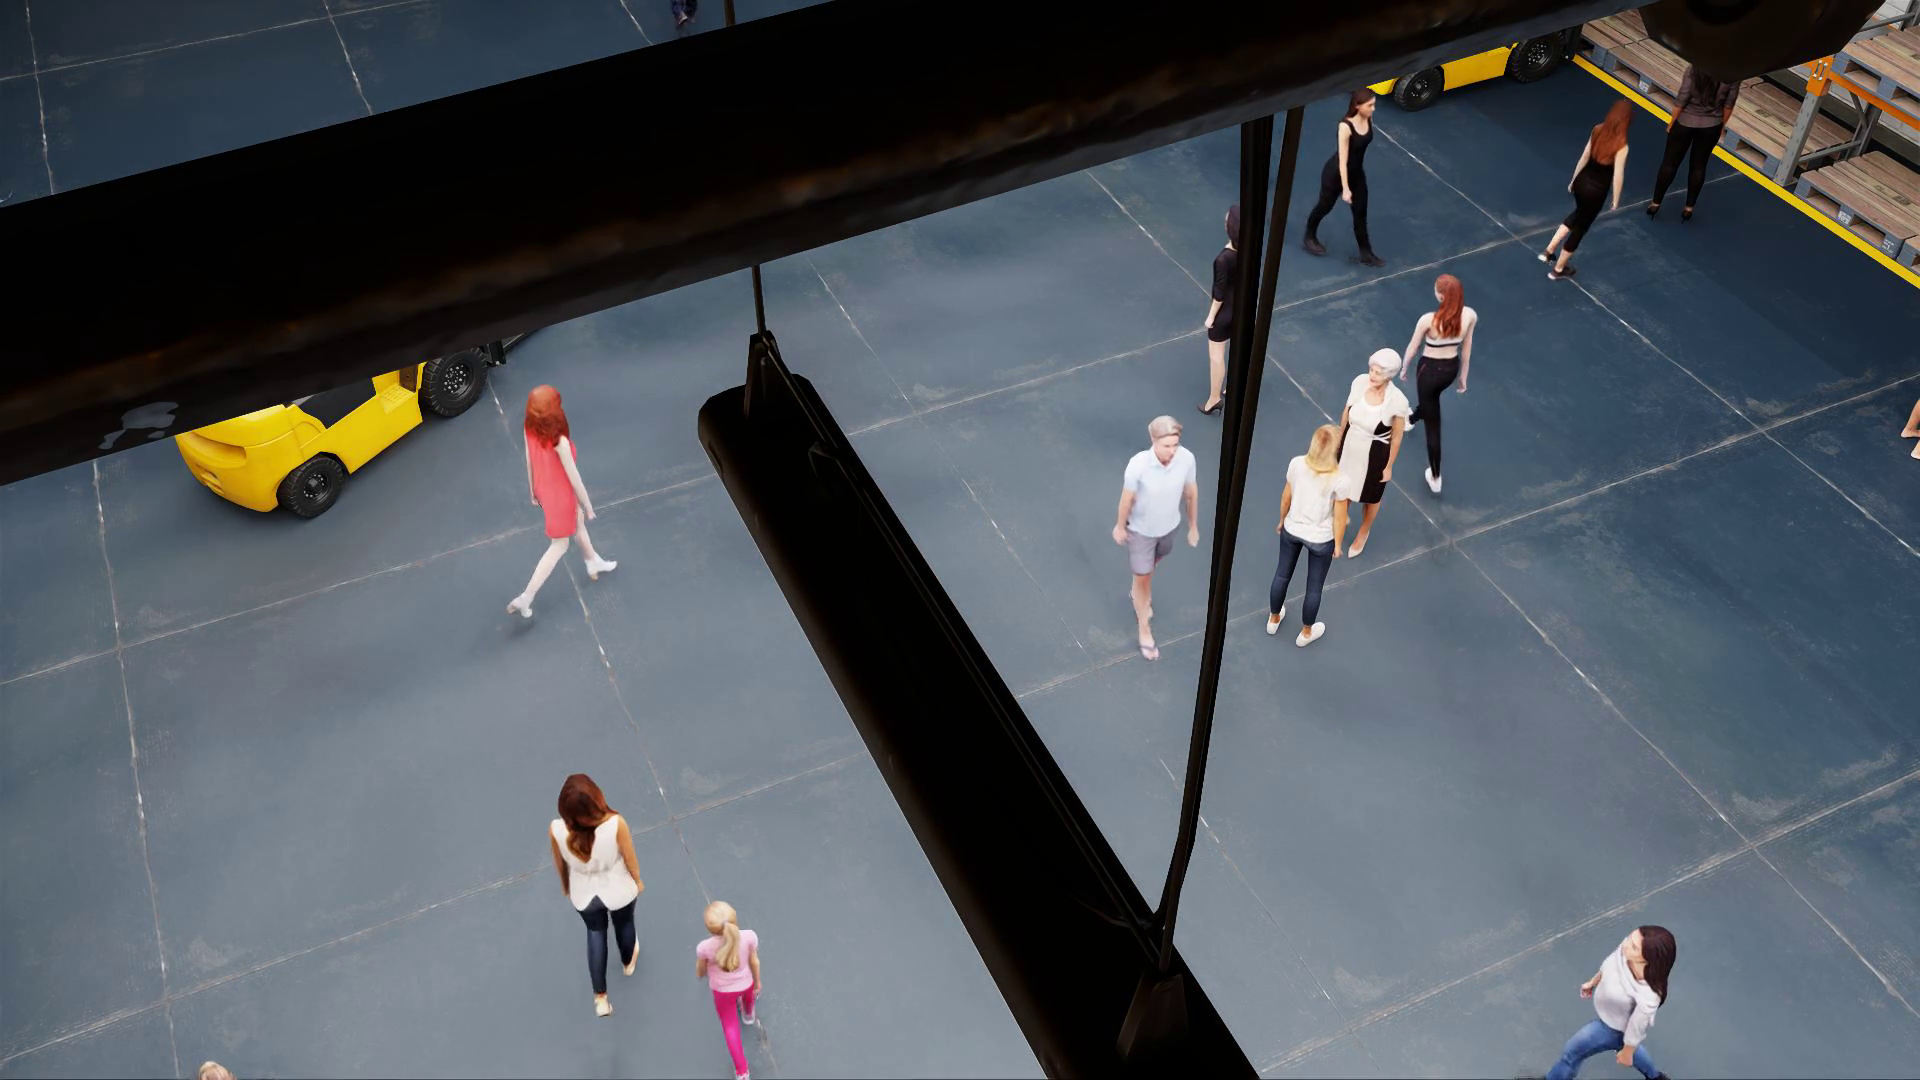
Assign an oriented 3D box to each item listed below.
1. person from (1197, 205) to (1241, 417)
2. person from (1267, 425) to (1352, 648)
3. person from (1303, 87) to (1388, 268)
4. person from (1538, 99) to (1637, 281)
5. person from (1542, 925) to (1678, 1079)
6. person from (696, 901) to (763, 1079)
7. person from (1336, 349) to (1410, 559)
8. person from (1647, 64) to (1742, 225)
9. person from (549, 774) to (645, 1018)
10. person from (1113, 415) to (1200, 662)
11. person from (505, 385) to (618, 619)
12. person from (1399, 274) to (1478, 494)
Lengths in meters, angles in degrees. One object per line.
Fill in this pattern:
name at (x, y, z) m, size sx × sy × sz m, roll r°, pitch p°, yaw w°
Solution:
person at (2.054, -1.740, 12.728) m, size 0.657 × 1.802 × 0.602 m, roll -32°, pitch 52°, yaw -29°
person at (2.285, -0.028, 10.926) m, size 0.610 × 1.809 × 0.734 m, roll 25°, pitch 49°, yaw 24°
person at (3.233, -3.151, 14.317) m, size 0.767 × 1.653 × 1.102 m, roll -29°, pitch 51°, yaw -27°
person at (5.243, -2.922, 14.034) m, size 0.678 × 1.713 × 0.612 m, roll -18°, pitch 46°, yaw -18°
person at (3.432, 2.448, 8.478) m, size 1.062 × 1.600 × 1.057 m, roll 10°, pitch 44°, yaw 10°
person at (-1.199, 2.385, 8.793) m, size 0.512 × 1.258 × 0.869 m, roll -14°, pitch 45°, yaw -15°
person at (2.834, -0.606, 11.573) m, size 0.757 × 1.754 × 0.578 m, roll -32°, pitch 52°, yaw -29°
person at (6.509, -3.641, 14.695) m, size 0.749 × 1.841 × 0.803 m, roll 13°, pitch 45°, yaw 13°
person at (-1.915, 1.943, 8.886) m, size 0.798 × 1.770 × 0.977 m, roll -2°, pitch 44°, yaw -2°
person at (1.249, -0.166, 11.070) m, size 0.732 × 1.810 × 0.953 m, roll -14°, pitch 45°, yaw -14°
person at (-2.771, -0.215, 11.136) m, size 1.152 × 1.789 × 0.942 m, roll 35°, pitch 53°, yaw 31°
person at (3.499, -1.105, 12.139) m, size 0.866 × 1.696 × 1.243 m, roll -3°, pitch 44°, yaw -3°
